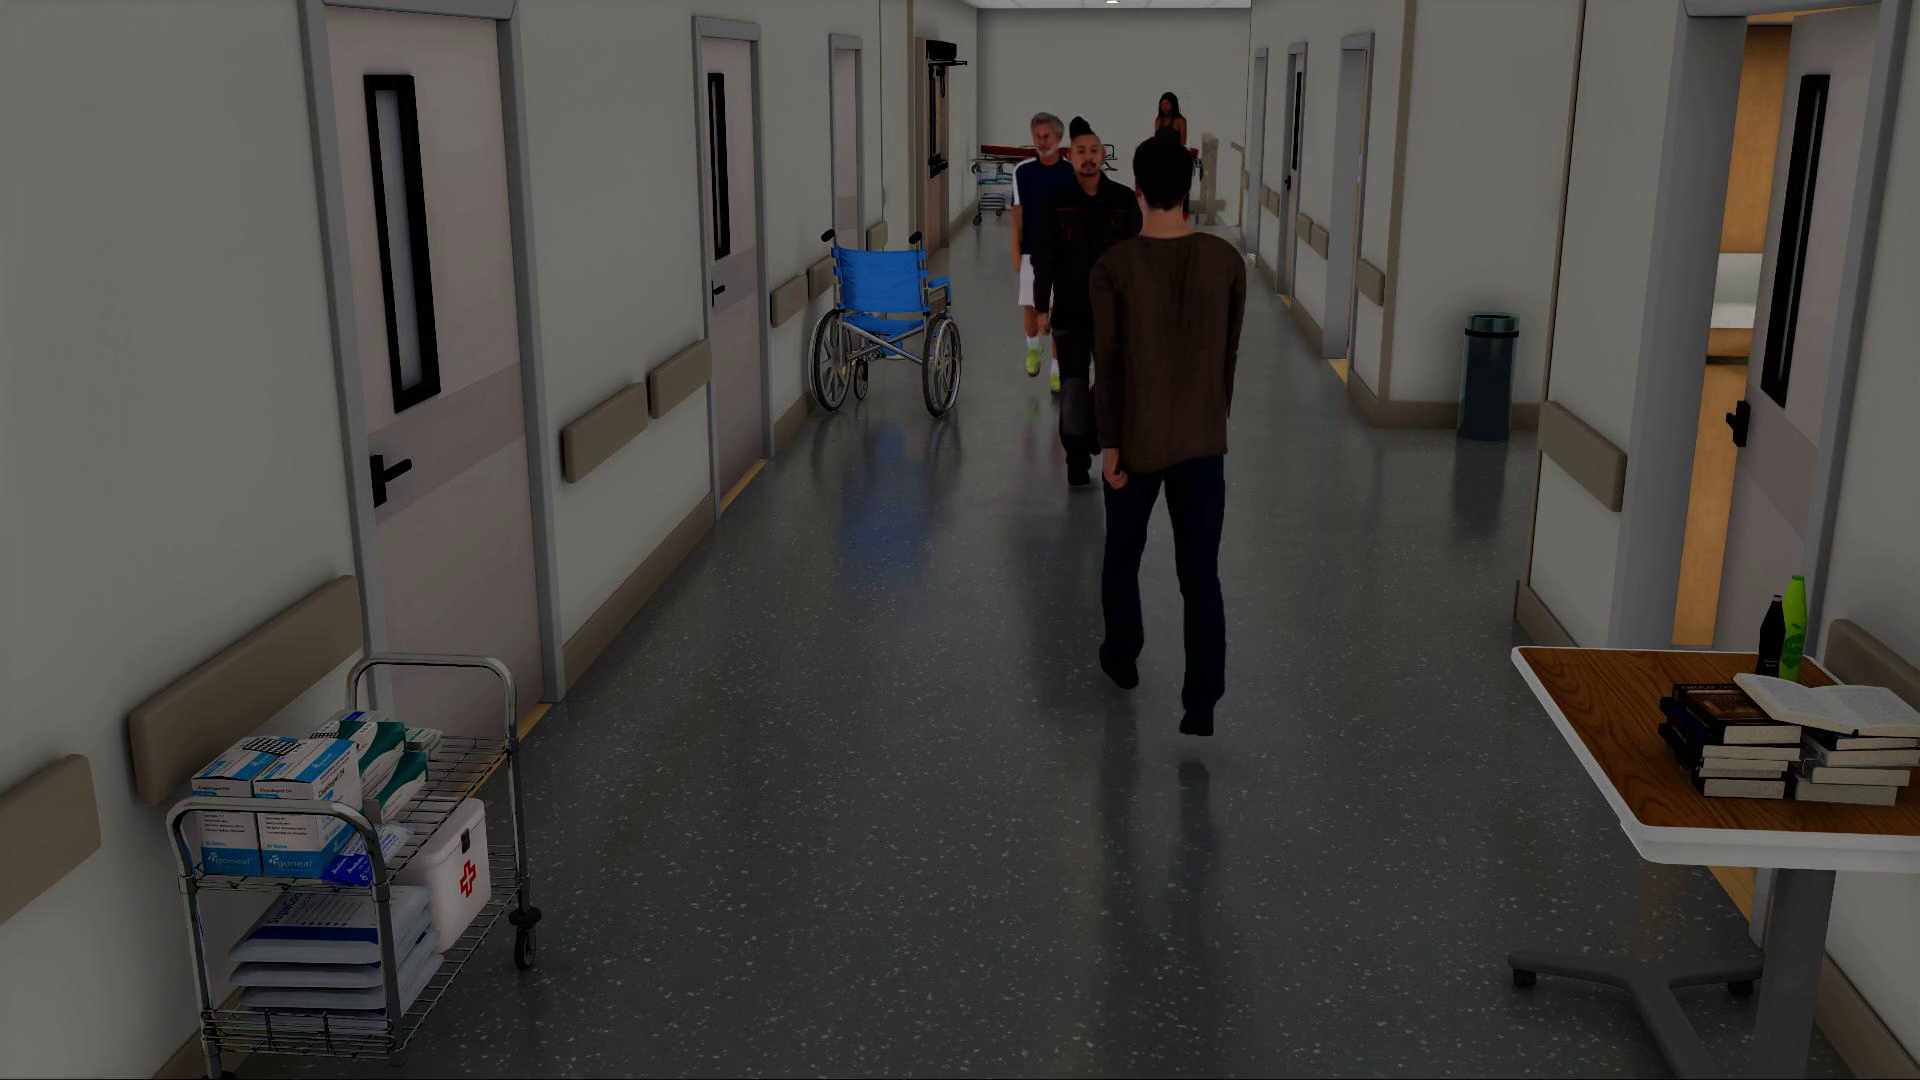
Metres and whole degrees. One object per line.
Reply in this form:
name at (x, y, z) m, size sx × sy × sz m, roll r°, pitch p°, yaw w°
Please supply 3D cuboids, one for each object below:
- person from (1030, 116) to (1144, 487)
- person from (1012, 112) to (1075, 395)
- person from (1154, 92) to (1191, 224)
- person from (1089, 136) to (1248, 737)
person at (0.662, -1.223, 8.570) m, size 0.863 × 1.840 × 1.014 m, roll -1°, pitch 16°, yaw -5°
person at (0.588, -1.880, 10.943) m, size 0.675 × 1.817 × 0.808 m, roll 0°, pitch 16°, yaw 1°
person at (2.850, -5.031, 22.214) m, size 0.993 × 1.767 × 1.303 m, roll 9°, pitch 18°, yaw 29°
person at (0.674, -0.275, 5.195) m, size 0.767 × 1.848 × 1.214 m, roll -1°, pitch 16°, yaw -3°
